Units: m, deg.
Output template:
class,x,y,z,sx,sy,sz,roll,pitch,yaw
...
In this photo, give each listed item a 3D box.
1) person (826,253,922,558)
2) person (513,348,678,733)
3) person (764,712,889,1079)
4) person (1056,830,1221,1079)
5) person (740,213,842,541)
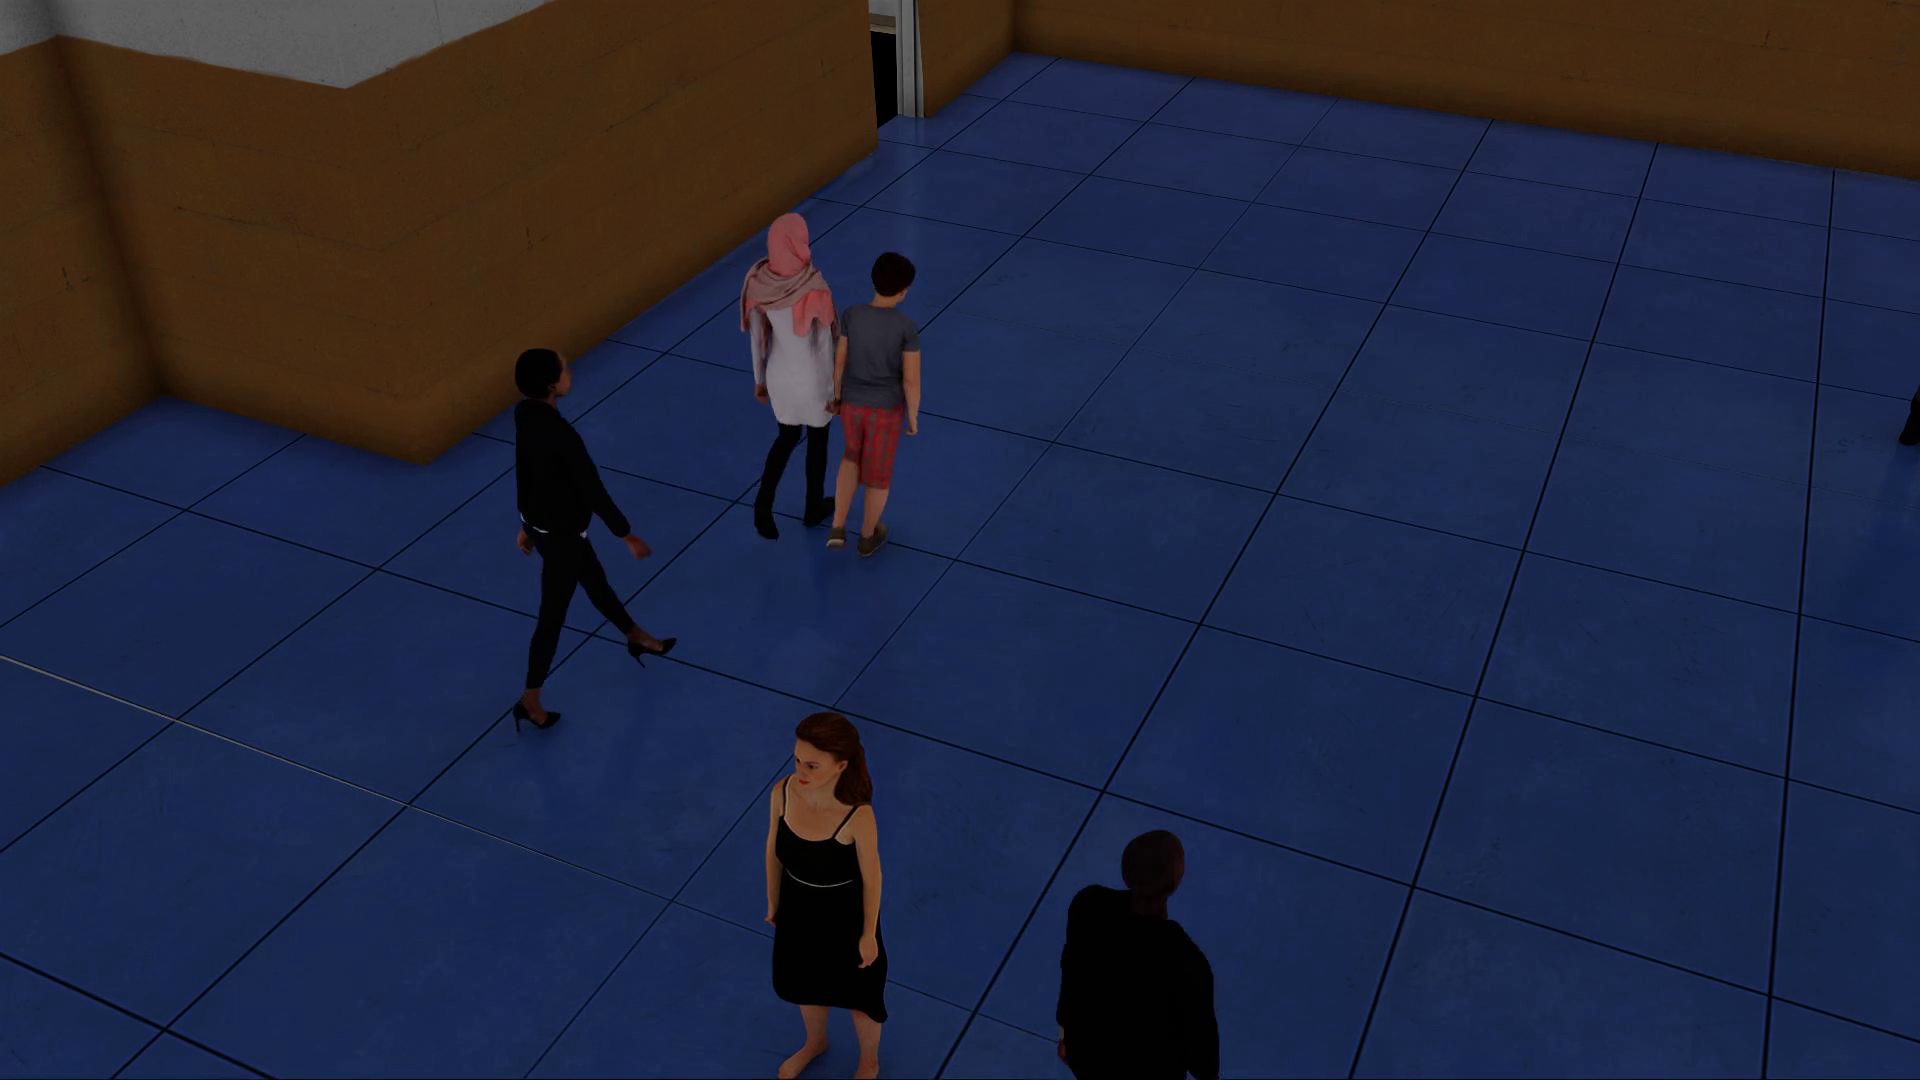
class,x,y,z,sx,sy,sz,roll,pitch,yaw
person,-0.445,-0.588,8.204,0.720,1.620,0.687,7,34,10
person,-1.780,0.063,7.077,1.021,1.796,1.108,-21,39,-28
person,-0.427,1.226,5.484,0.520,1.625,0.642,17,37,24
person,0.418,1.578,4.848,0.885,1.742,0.870,-24,40,-31
person,-0.844,-0.745,8.301,0.868,1.787,0.688,14,36,20
